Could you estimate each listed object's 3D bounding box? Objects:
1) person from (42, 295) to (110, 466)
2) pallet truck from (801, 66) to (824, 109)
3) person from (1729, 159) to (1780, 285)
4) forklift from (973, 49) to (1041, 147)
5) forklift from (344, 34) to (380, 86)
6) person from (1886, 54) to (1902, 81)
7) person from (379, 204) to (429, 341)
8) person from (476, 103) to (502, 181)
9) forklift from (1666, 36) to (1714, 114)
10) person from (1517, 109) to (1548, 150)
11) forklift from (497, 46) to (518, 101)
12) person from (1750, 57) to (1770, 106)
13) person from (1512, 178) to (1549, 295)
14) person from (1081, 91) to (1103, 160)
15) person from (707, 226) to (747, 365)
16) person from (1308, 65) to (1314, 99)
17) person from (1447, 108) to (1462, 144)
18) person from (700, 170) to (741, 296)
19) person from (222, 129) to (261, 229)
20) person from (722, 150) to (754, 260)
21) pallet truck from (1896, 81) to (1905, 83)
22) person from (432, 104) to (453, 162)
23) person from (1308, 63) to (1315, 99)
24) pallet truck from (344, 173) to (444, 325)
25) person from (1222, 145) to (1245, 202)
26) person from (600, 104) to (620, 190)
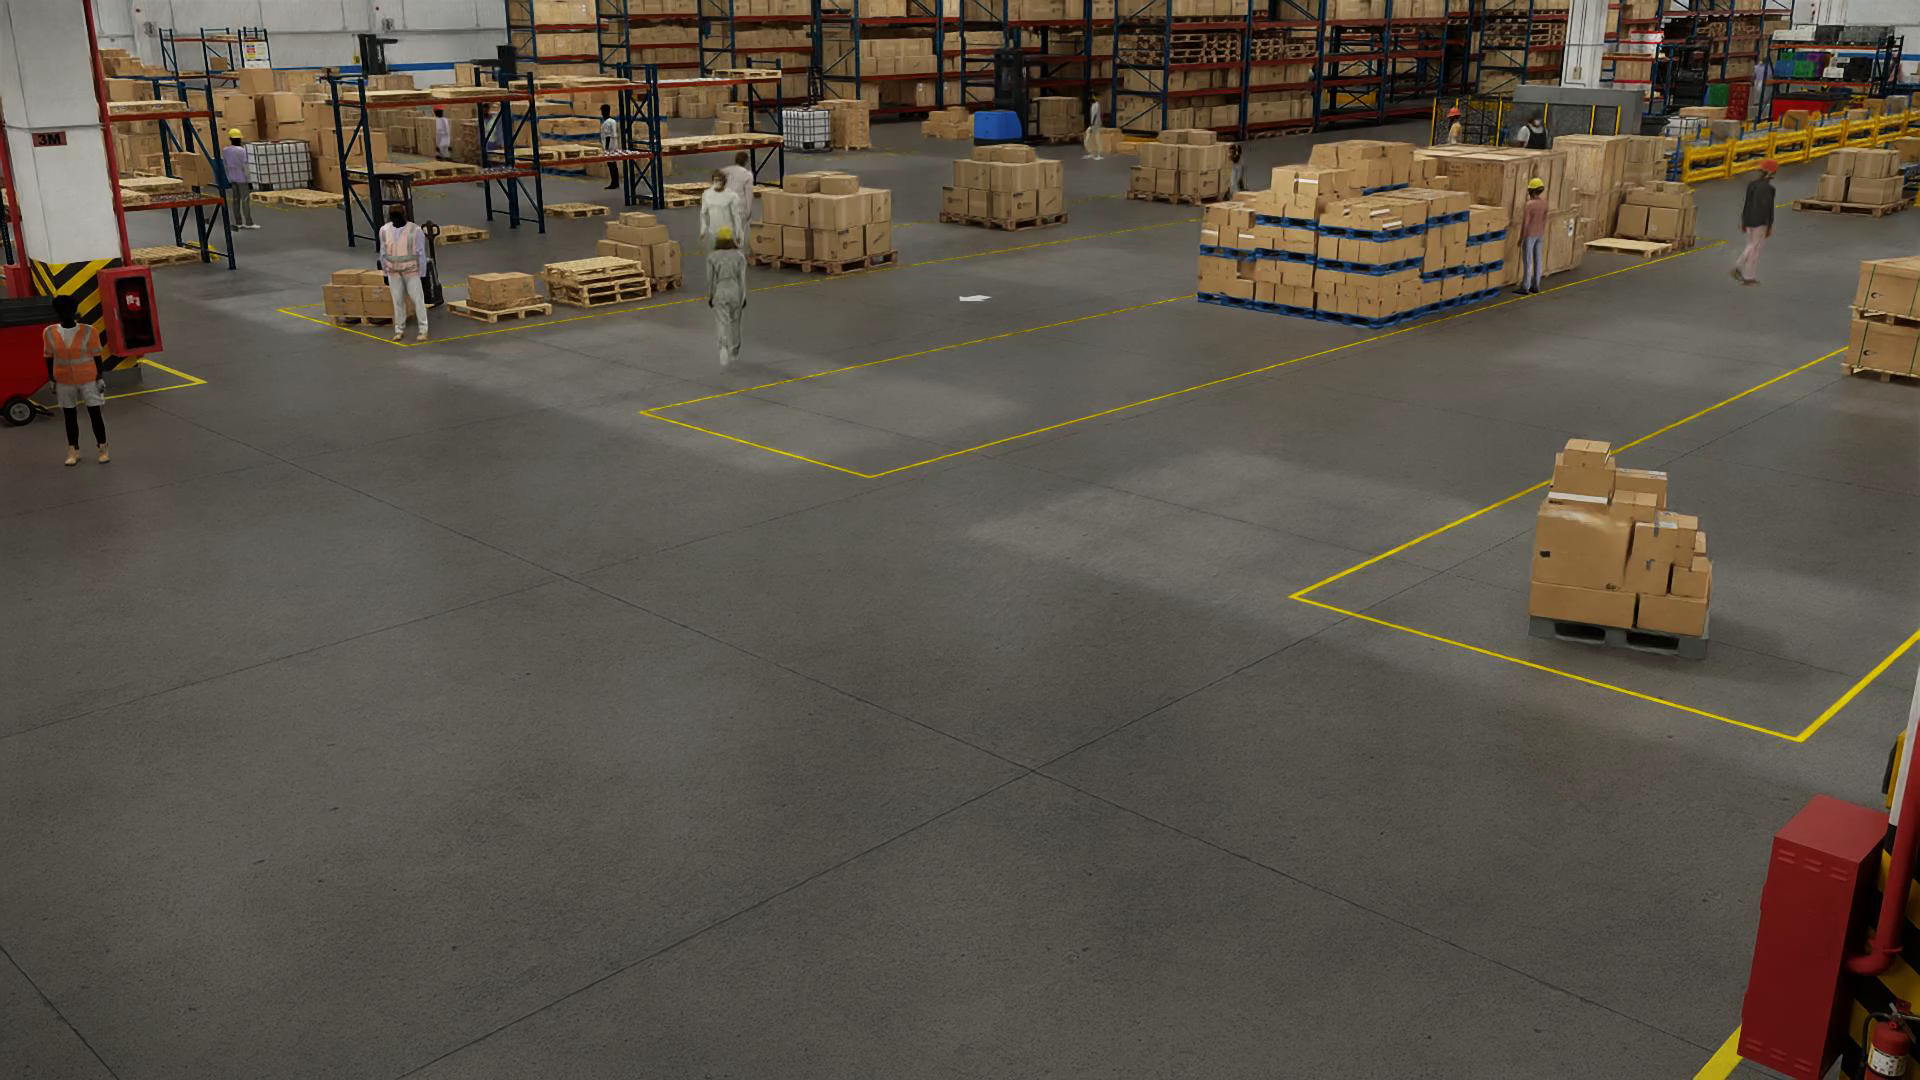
[{"bbox_3d":[-8.688,-1.571,16.363,0.531,1.698,0.320,-5,19,-15],"label":"person"},{"bbox_3d":[-4.812,-15.182,56.903,0.823,1.965,1.885,-9,21,-26],"label":"pallet truck"},{"bbox_3d":[12.611,-5.007,26.271,0.431,1.977,0.642,-3,19,-9],"label":"person"},{"bbox_3d":[1.376,-12.992,48.925,1.129,2.768,1.873,17,25,41],"label":"forklift"},{"bbox_3d":[-23.141,-18.403,65.227,1.129,2.768,1.873,17,25,41],"label":"forklift"},{"bbox_3d":[38.252,-18.953,68.353,0.620,1.934,1.012,1,18,3],"label":"person"},{"bbox_3d":[-7.384,-3.548,22.119,0.626,1.837,0.430,1,18,4],"label":"person"},{"bbox_3d":[-11.560,-9.819,40.965,0.616,1.872,0.958,0,18,1],"label":"person"},{"bbox_3d":[27.341,-17.291,61.877,1.129,2.768,1.873,17,25,41],"label":"forklift"},{"bbox_3d":[12.644,-8.561,36.886,0.698,2.000,0.808,-4,19,-13],"label":"person"},{"bbox_3d":[-14.008,-13.933,51.760,1.873,2.768,1.129,-11,21,-29],"label":"forklift"},{"bbox_3d":[31.913,-18.300,66.422,0.592,1.916,0.645,-10,21,-27],"label":"person"},{"bbox_3d":[8.792,-4.669,25.588,0.523,1.769,0.317,-11,21,-30],"label":"person"},{"bbox_3d":[3.623,-11.343,45.580,0.734,1.836,0.549,-2,18,-6],"label":"person"},{"bbox_3d":[-2.909,-3.047,20.789,0.493,1.722,0.740,-2,18,-7],"label":"person"},{"bbox_3d":[13.055,-16.575,61.341,0.429,1.846,0.625,6,19,19],"label":"person"},{"bbox_3d":[11.327,-8.946,38.232,0.388,1.926,0.543,6,19,16],"label":"person"},{"bbox_3d":[-3.654,-4.768,25.689,0.631,1.905,0.954,8,20,21],"label":"person"},{"bbox_3d":[-14.093,-7.058,32.534,0.584,1.928,0.372,8,20,22],"label":"person"},{"bbox_3d":[-3.837,-5.688,28.455,0.648,1.904,0.686,6,19,17],"label":"person"},{"bbox_3d":[34.802,-16.331,61.455,0.653,1.274,1.630,17,25,41],"label":"pallet truck"},{"bbox_3d":[-12.450,-9.615,40.292,0.892,1.899,0.542,-2,18,-5],"label":"person"},{"bbox_3d":[14.582,-18.853,68.561,0.516,1.611,0.555,-7,20,-20],"label":"person"},{"bbox_3d":[-8.209,-4.181,23.757,0.823,1.965,1.885,3,19,9],"label":"pallet truck"},{"bbox_3d":[4.970,-6.284,30.378,0.988,1.818,0.517,2,18,6],"label":"person"},{"bbox_3d":[-8.189,-9.173,38.848,0.362,1.962,0.613,2,18,6],"label":"person"}]
